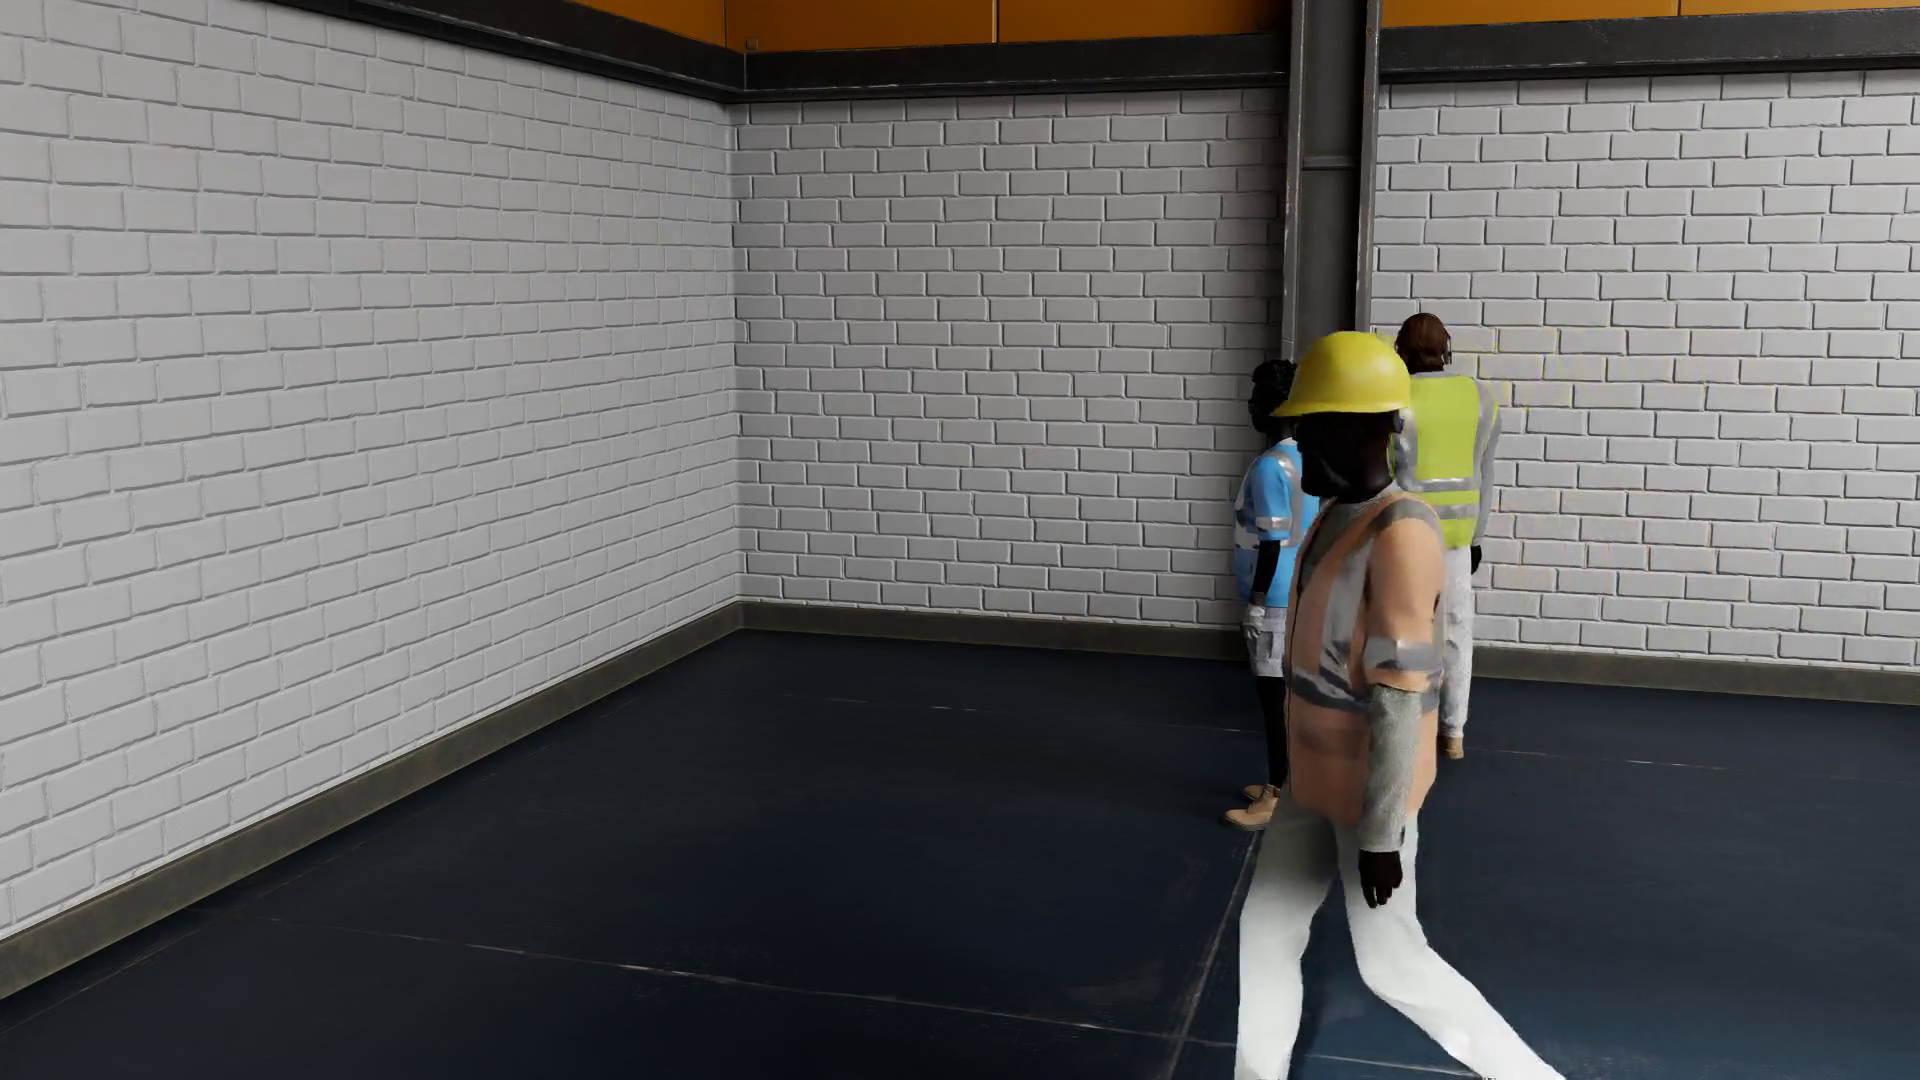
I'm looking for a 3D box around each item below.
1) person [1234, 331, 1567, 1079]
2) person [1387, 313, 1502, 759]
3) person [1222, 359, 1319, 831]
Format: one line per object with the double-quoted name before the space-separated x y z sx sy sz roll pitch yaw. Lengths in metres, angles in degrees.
"person" 0.914 0.494 3.611 0.892 1.894 0.594 -1 9 -5
"person" 1.866 0.002 6.784 0.624 1.841 0.430 -3 10 -16
"person" 1.141 0.200 6.005 0.317 1.696 0.538 4 10 25
